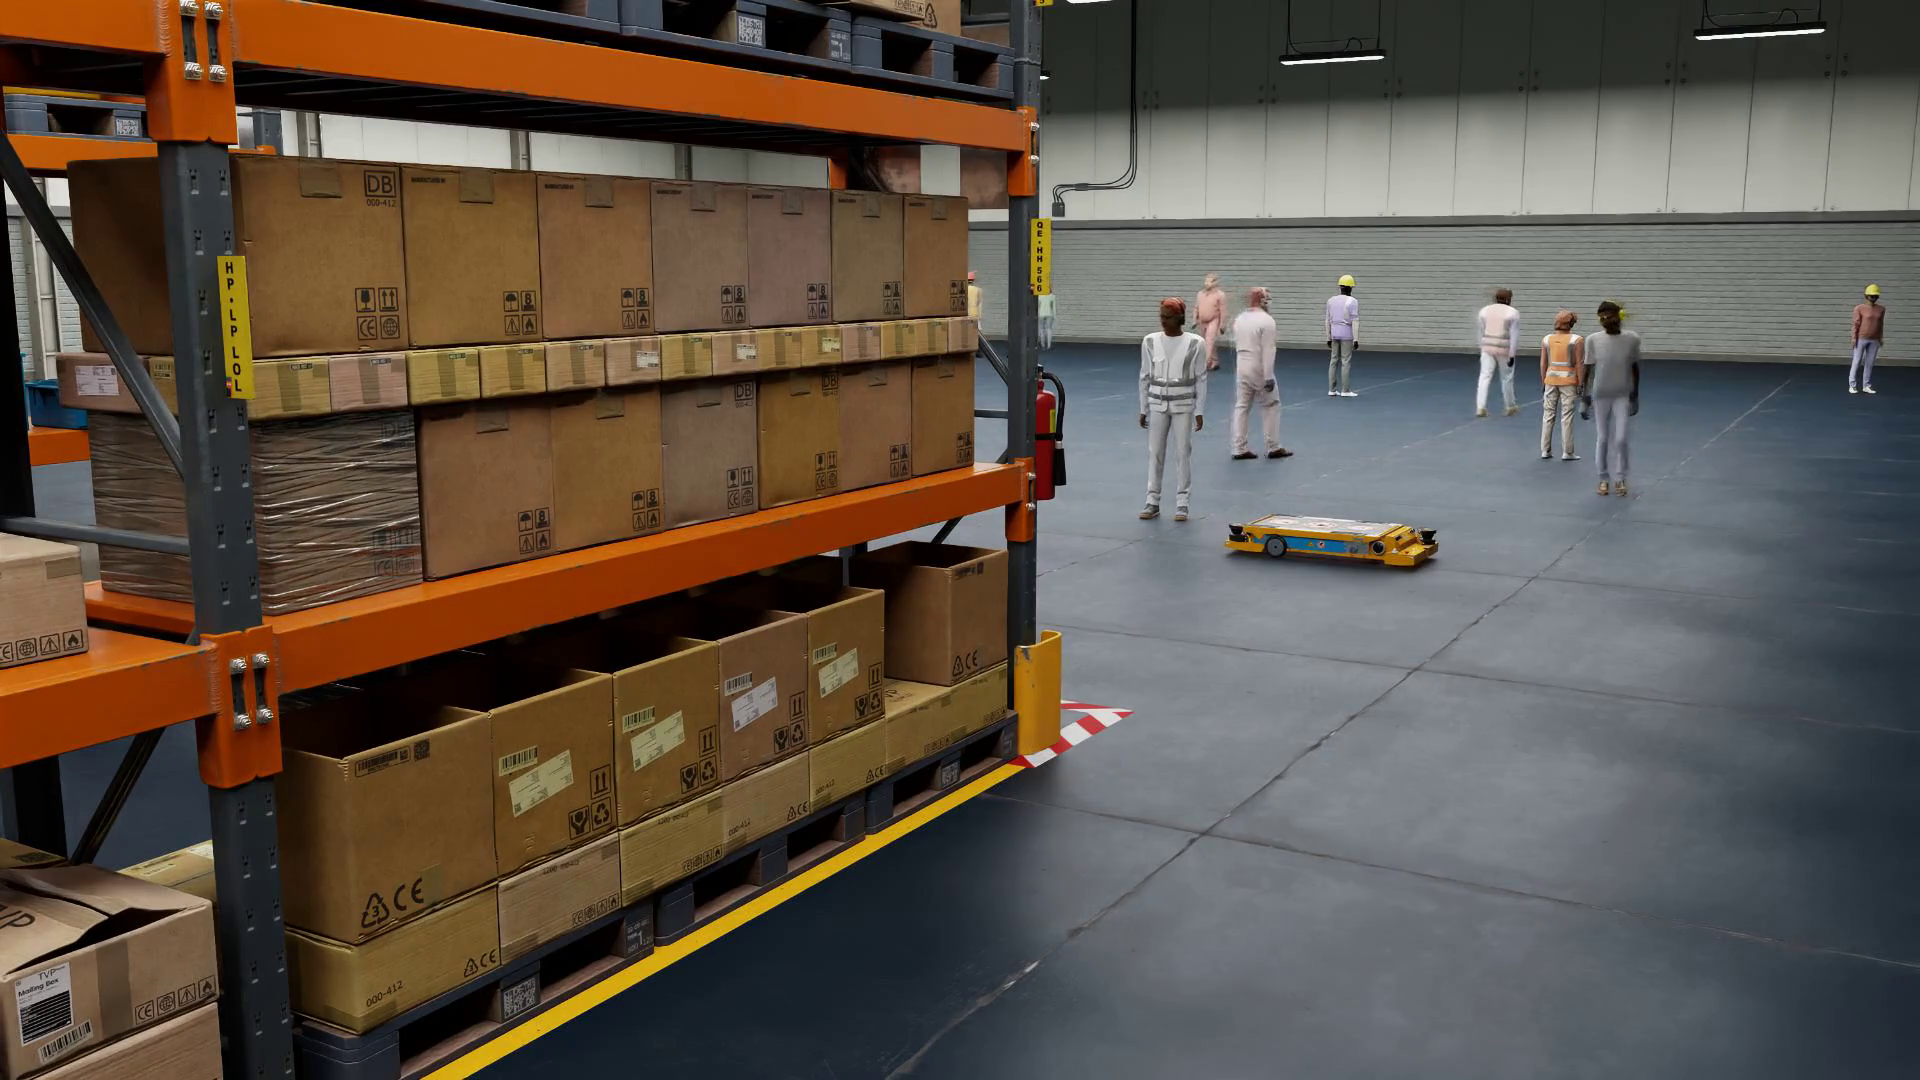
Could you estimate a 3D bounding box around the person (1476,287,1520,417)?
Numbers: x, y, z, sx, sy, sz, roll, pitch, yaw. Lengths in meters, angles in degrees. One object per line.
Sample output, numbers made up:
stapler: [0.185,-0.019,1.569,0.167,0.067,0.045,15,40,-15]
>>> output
person: [7.506,-2.614,23.183,0.632,1.799,0.957,8,13,41]

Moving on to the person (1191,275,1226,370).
person: [4.823,-4.185,32.191,0.634,1.864,1.010,9,14,44]

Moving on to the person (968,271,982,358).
person: [0.244,-4.965,36.641,0.545,1.900,0.955,-3,10,-16]

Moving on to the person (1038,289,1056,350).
person: [2.034,-5.317,39.510,0.501,1.618,0.491,0,10,-2]

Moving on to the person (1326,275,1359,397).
person: [6.080,-3.229,26.377,0.374,1.925,0.595,-8,13,-39]

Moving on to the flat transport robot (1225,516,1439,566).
flat transport robot: [2.767,-0.015,12.398,1.431,0.197,0.652,6,11,30]

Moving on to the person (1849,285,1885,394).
person: [14.738,-3.252,26.984,0.533,1.767,0.326,-1,10,-4]

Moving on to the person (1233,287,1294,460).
person: [3.349,-1.823,18.255,0.785,1.881,0.673,-6,11,-30]

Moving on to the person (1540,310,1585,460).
person: [6.588,-1.687,18.200,0.307,1.638,0.512,-9,13,-43]

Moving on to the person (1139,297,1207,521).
person: [1.790,-1.103,14.050,0.575,1.885,0.359,4,10,22]

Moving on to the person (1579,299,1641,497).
person: [6.019,-1.309,15.414,0.534,1.827,0.551,3,10,17]
